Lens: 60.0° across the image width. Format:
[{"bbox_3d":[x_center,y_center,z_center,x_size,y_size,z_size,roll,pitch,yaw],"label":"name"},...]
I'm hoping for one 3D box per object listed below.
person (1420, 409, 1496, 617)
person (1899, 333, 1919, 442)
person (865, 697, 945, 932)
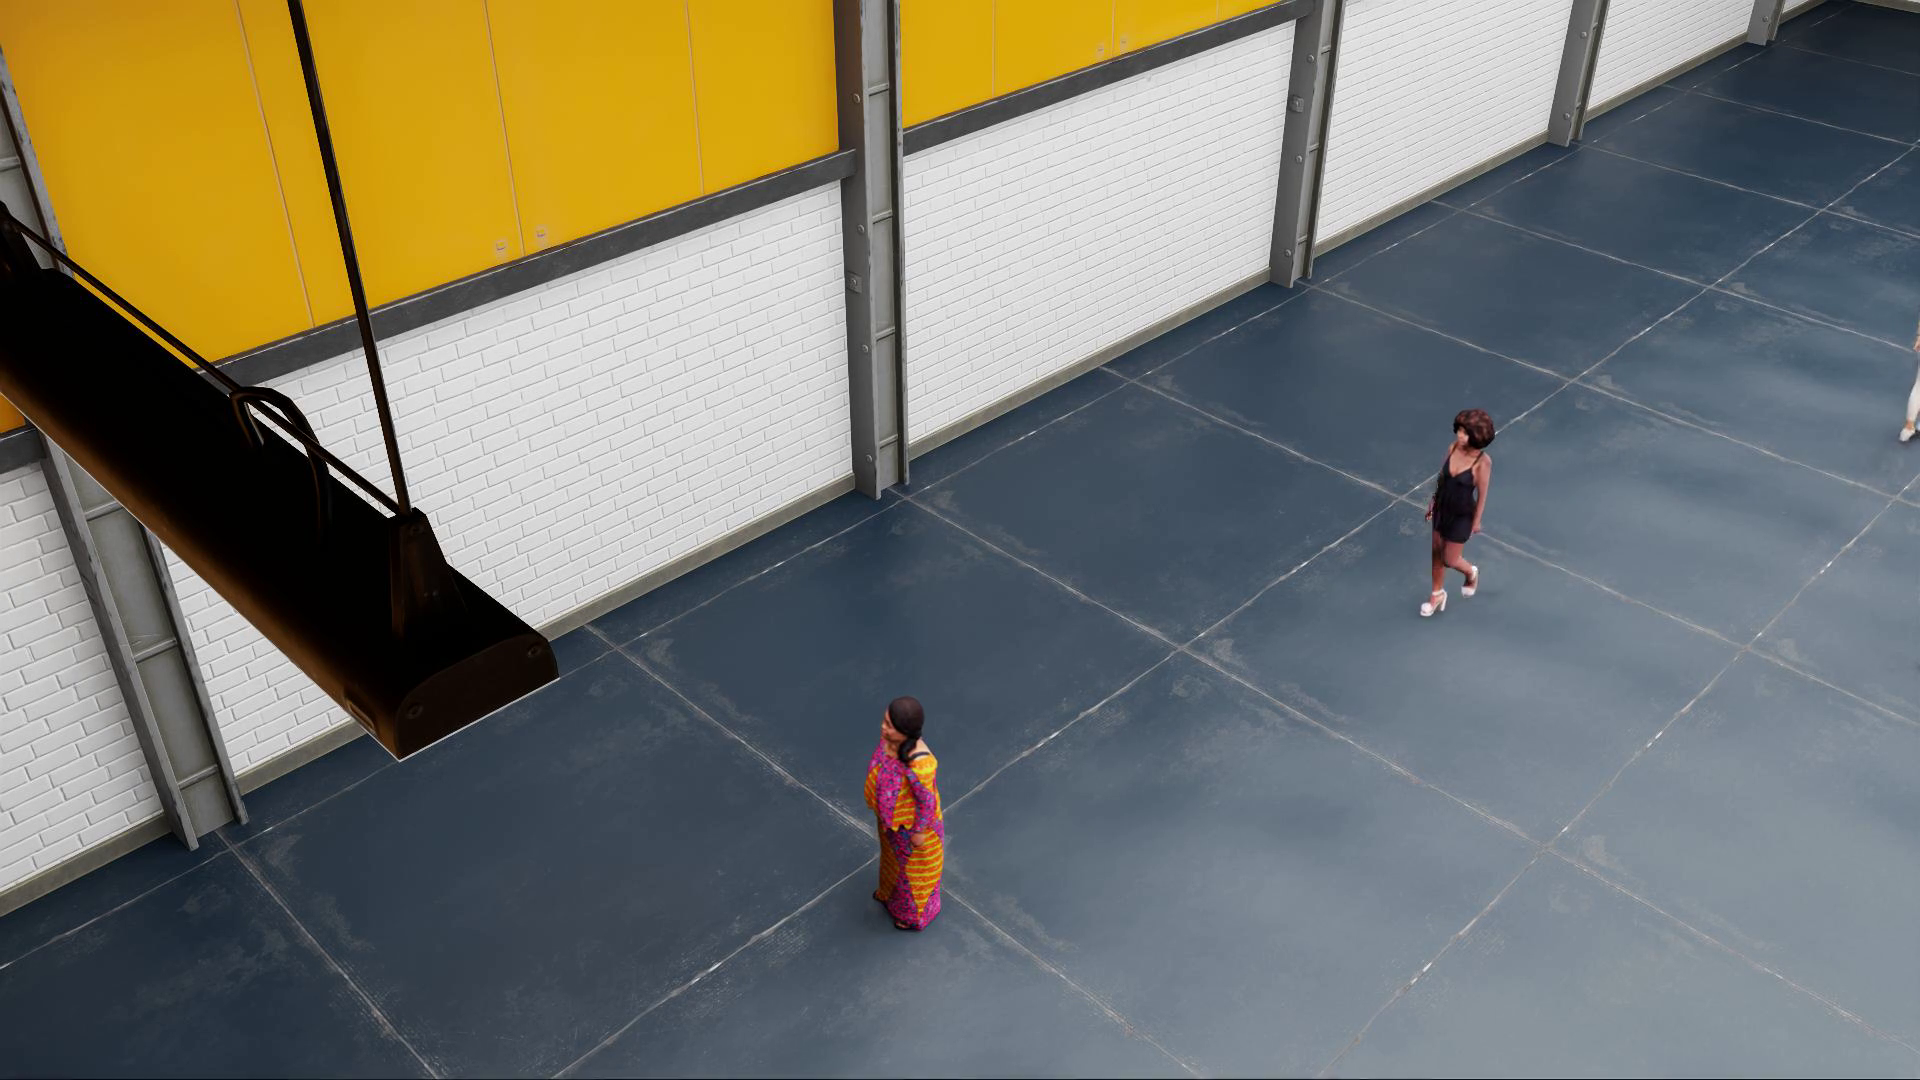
[{"bbox_3d":[3.751,-0.203,12.421,0.799,1.777,0.647,-19,38,-27],"label":"person"},{"bbox_3d":[8.601,-1.631,14.625,0.608,1.714,0.673,29,43,36],"label":"person"},{"bbox_3d":[-0.323,1.579,9.821,0.751,1.686,0.723,-16,37,-22],"label":"person"}]
